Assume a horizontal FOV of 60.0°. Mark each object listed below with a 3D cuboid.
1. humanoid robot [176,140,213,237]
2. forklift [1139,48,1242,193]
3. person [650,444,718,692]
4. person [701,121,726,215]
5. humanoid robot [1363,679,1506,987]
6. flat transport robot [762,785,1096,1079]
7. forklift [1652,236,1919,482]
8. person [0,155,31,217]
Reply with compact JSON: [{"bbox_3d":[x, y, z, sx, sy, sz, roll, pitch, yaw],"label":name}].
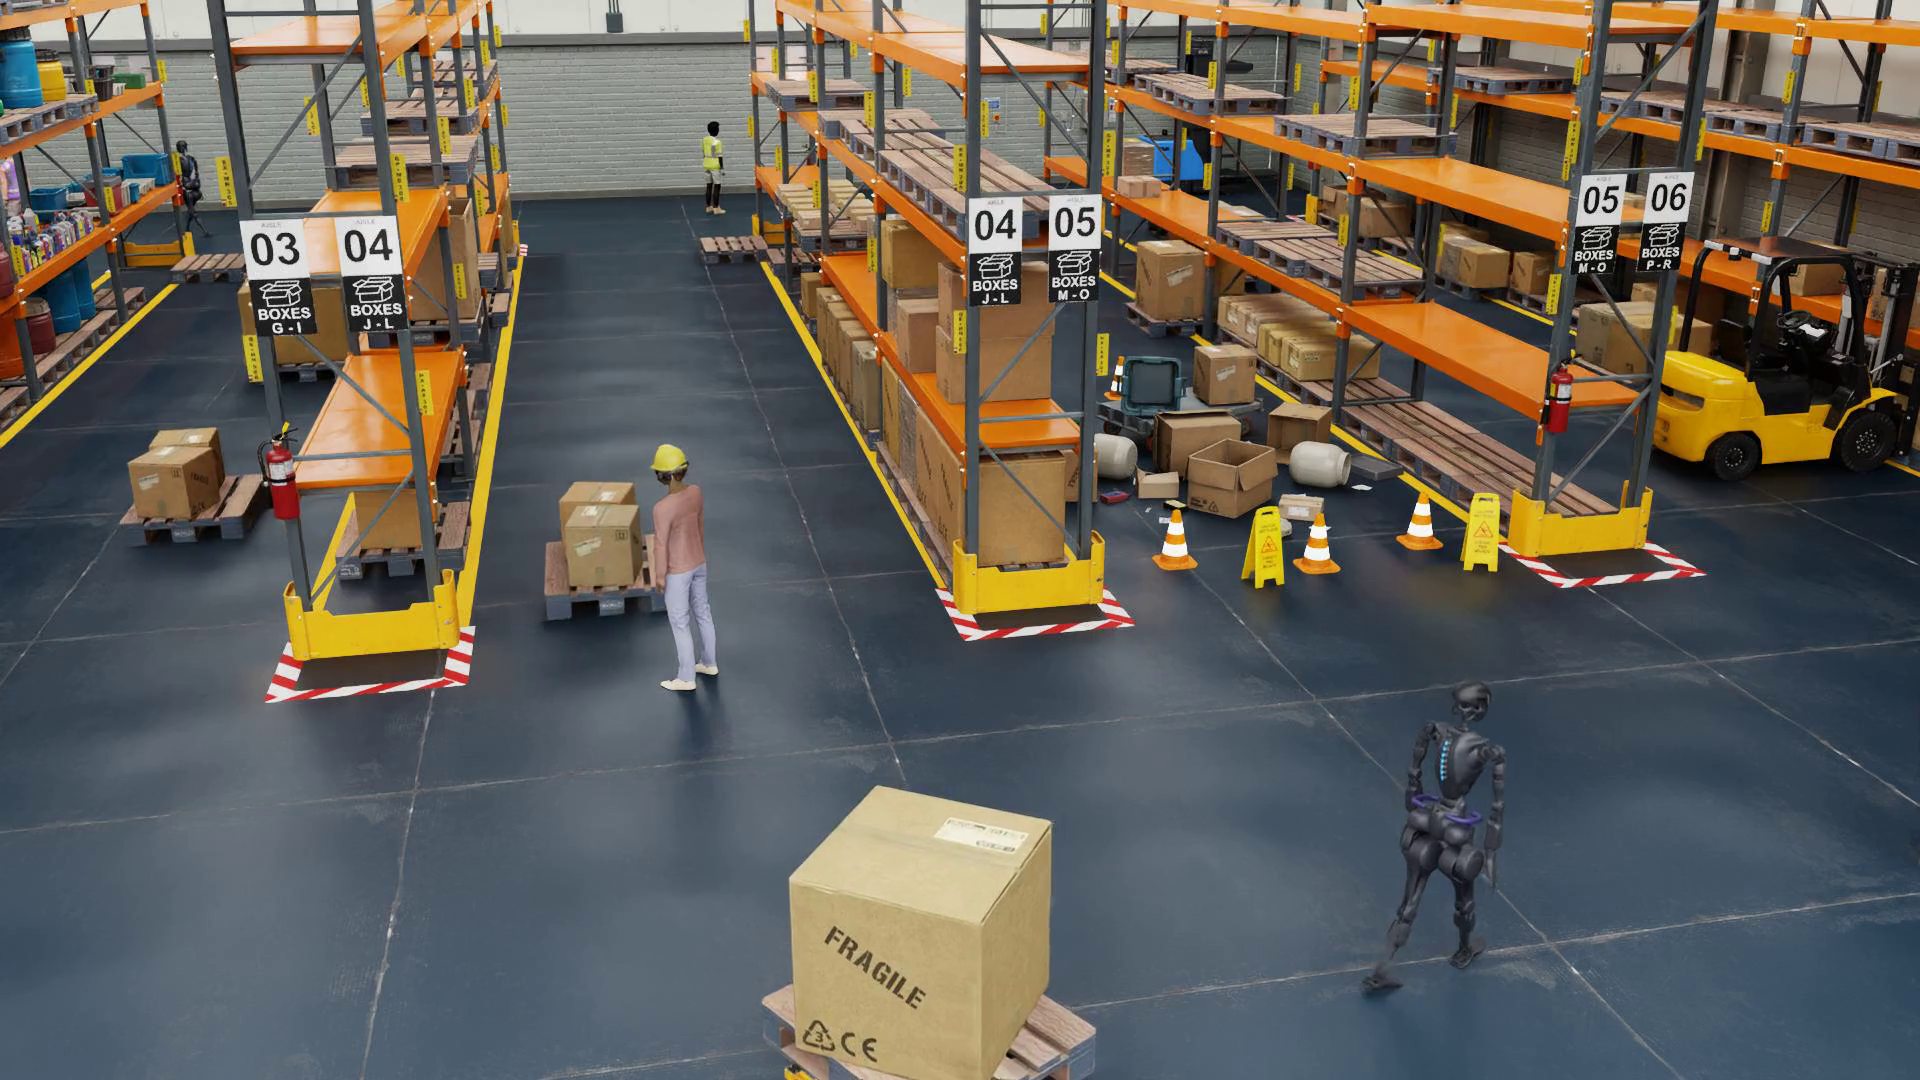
[{"bbox_3d":[-13.170,-5.977,28.363,0.794,1.628,0.609,7,22,18],"label":"humanoid robot"},{"bbox_3d":[4.566,-8.313,32.860,1.873,2.768,1.129,-4,21,-12],"label":"forklift"},{"bbox_3d":[-1.954,0.187,11.565,0.340,1.759,0.520,10,23,25],"label":"person"},{"bbox_3d":[-4.528,-6.840,30.581,0.537,1.685,0.327,17,26,39],"label":"person"},{"bbox_3d":[2.403,1.485,8.281,0.798,1.624,0.586,-16,26,-37],"label":"humanoid robot"},{"bbox_3d":[-0.136,2.436,7.643,1.431,0.231,0.659,-17,26,-39],"label":"flat transport robot"},{"bbox_3d":[8.013,-1.814,16.330,2.313,2.155,1.214,-4,21,-12],"label":"forklift"},{"bbox_3d":[-15.371,-5.562,27.147,0.352,1.688,0.489,11,23,27],"label":"person"}]
